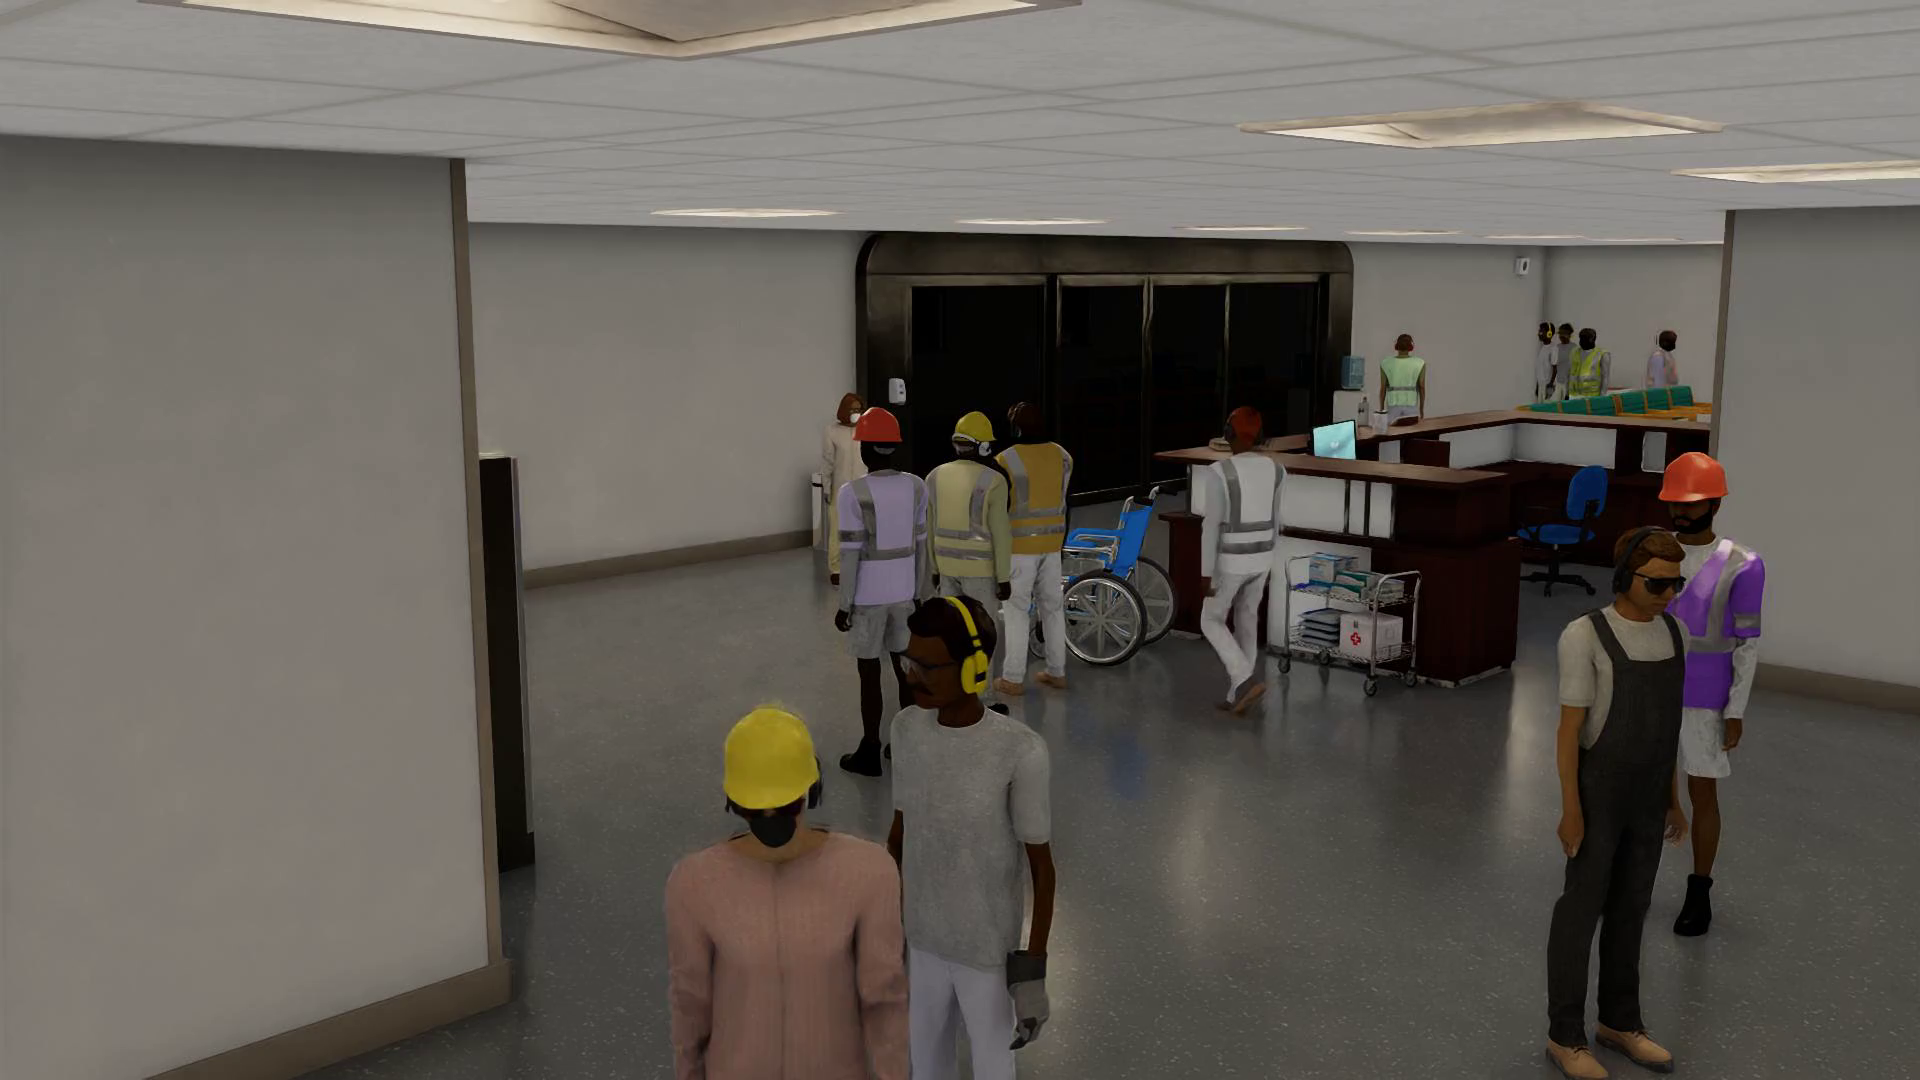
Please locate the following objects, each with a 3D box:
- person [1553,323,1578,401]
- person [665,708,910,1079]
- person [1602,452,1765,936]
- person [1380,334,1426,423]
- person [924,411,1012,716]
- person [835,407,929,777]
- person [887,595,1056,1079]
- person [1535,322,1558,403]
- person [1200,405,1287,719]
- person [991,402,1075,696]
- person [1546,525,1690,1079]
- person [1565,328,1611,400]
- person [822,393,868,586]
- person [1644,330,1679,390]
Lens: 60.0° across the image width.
[{"bbox_3d":[9.164,-2.375,25.281,0.392,1.849,0.611,-3,10,-16],"label":"person"},{"bbox_3d":[-0.390,1.183,3.762,0.523,1.740,0.695,-1,9,-8],"label":"person"},{"bbox_3d":[2.893,0.610,6.679,0.543,1.938,0.357,9,13,43],"label":"person"},{"bbox_3d":[5.552,-1.664,20.905,0.563,1.847,0.390,2,10,13],"label":"person"},{"bbox_3d":[0.065,0.156,9.833,0.598,1.824,0.403,7,12,38],"label":"person"},{"bbox_3d":[-0.428,0.272,8.753,0.545,1.938,0.360,-7,12,-38],"label":"person"},{"bbox_3d":[0.002,1.050,4.207,0.526,1.865,0.315,7,12,37],"label":"person"},{"bbox_3d":[8.628,-2.272,24.555,0.328,1.874,0.521,0,9,-2],"label":"person"},{"bbox_3d":[1.669,0.149,9.746,0.584,1.870,0.494,-5,11,-29],"label":"person"},{"bbox_3d":[0.430,0.052,10.445,0.627,1.834,0.431,-6,11,-33],"label":"person"},{"bbox_3d":[2.173,0.859,5.452,0.505,1.841,0.346,-4,10,-24],"label":"person"},{"bbox_3d":[8.738,-2.042,23.251,0.429,1.840,0.630,-8,12,-40],"label":"person"},{"bbox_3d":[-0.920,-0.427,14.010,0.504,1.627,0.285,-4,10,-23],"label":"person"},{"bbox_3d":[9.799,-2.026,23.259,0.451,1.816,0.638,7,11,36],"label":"person"}]
